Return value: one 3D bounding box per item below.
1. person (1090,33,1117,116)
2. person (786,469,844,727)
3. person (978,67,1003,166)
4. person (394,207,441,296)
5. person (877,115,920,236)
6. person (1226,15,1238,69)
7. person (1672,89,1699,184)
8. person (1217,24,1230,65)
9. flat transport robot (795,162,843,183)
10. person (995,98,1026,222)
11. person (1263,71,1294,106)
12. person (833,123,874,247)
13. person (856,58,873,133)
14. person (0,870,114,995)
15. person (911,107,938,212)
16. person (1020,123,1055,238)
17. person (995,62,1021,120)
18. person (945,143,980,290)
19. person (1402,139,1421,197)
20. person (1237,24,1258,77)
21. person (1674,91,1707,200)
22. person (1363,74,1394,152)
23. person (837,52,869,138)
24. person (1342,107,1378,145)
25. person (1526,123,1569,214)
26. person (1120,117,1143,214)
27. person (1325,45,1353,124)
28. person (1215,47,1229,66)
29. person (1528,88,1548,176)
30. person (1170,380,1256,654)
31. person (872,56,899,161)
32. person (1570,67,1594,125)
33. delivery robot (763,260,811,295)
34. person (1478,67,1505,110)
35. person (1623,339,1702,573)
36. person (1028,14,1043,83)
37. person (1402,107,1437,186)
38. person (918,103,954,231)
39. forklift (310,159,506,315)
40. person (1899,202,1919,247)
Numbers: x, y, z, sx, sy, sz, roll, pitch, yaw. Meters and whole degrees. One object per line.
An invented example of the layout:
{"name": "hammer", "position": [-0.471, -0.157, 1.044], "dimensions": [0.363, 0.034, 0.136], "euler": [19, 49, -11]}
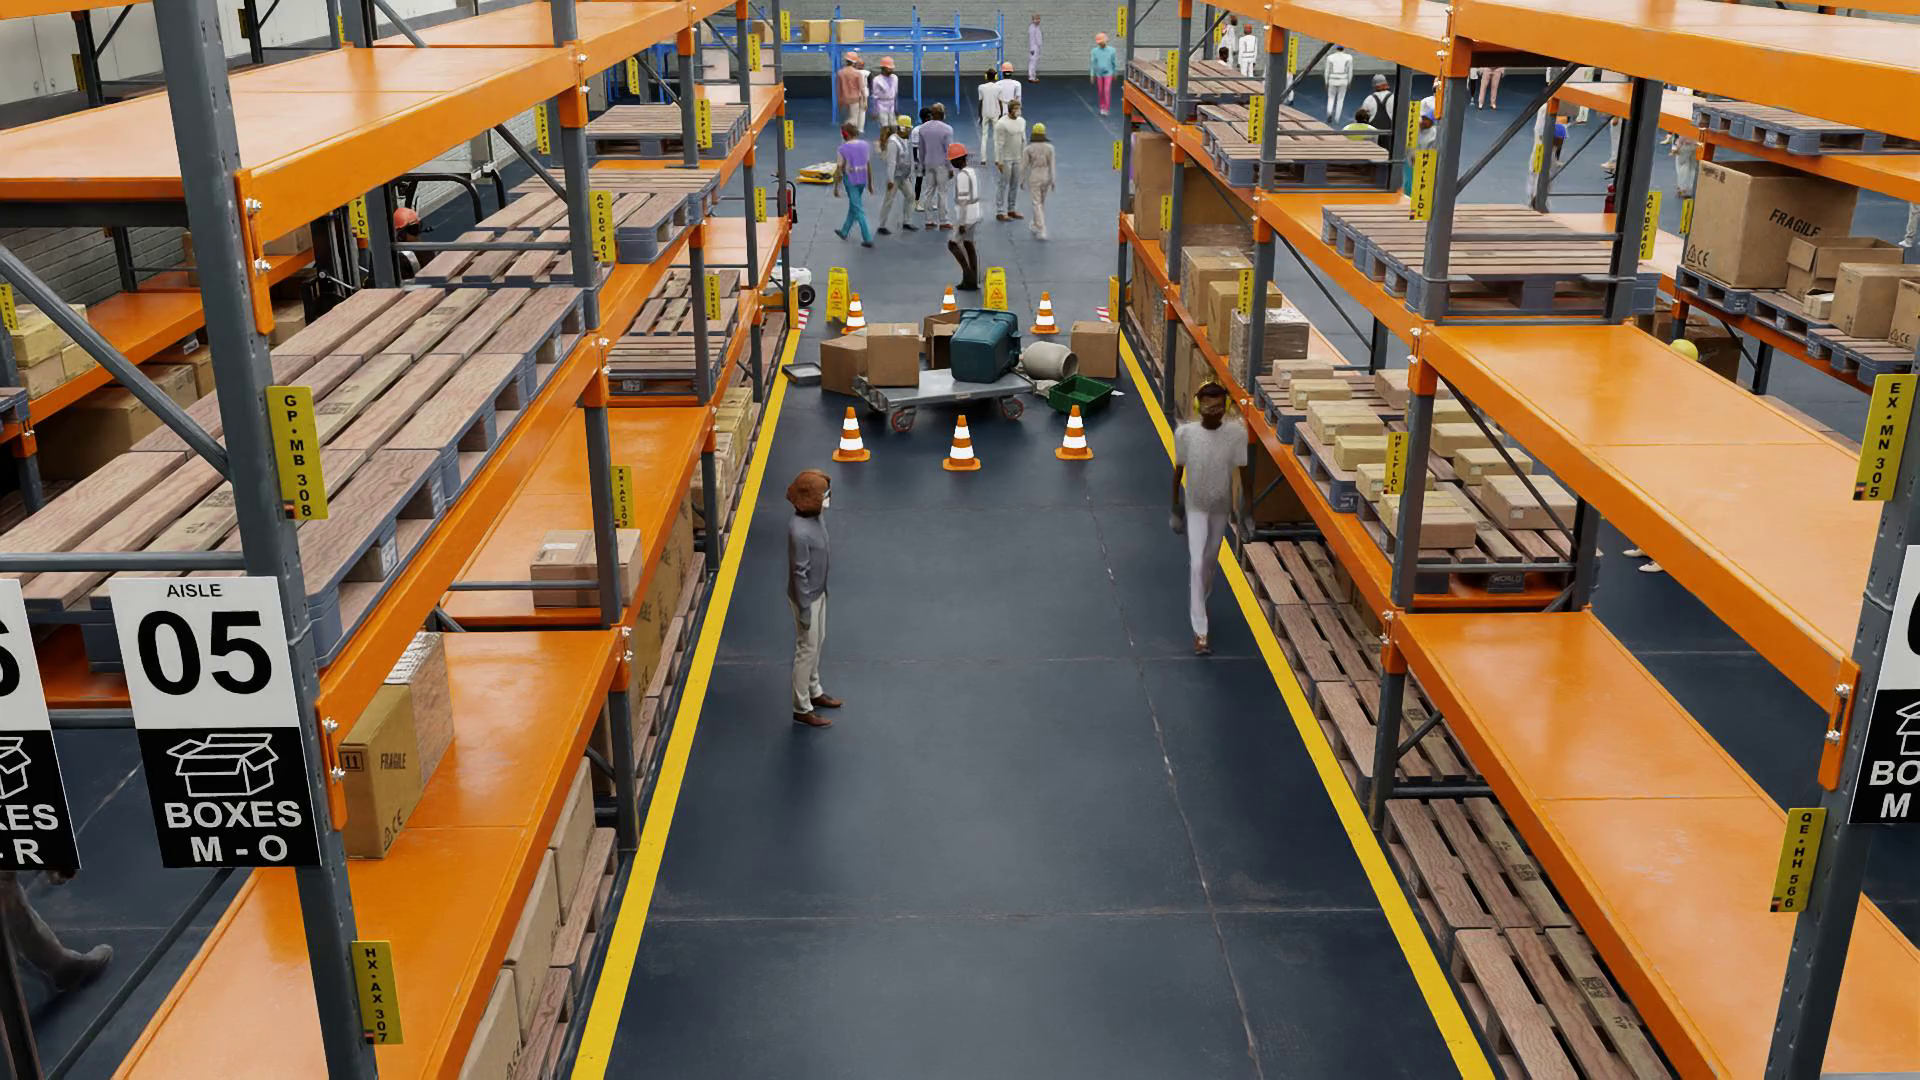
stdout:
{"name": "person", "position": [3.467, -11.243, 40.206], "dimensions": [0.645, 1.933, 0.952], "euler": [4, 21, 11]}
{"name": "person", "position": [-0.890, 0.343, 10.029], "dimensions": [0.293, 1.623, 0.507], "euler": [3, 21, 7]}
{"name": "person", "position": [0.594, -8.224, 32.353], "dimensions": [0.504, 1.861, 0.325], "euler": [3, 21, 7]}
{"name": "person", "position": [-5.269, -2.217, 16.220], "dimensions": [0.401, 2.037, 0.610], "euler": [6, 22, 16]}
{"name": "person", "position": [-0.929, -5.573, 25.428], "dimensions": [0.704, 1.786, 0.679], "euler": [7, 22, 18]}
{"name": "person", "position": [7.869, -14.369, 48.599], "dimensions": [0.394, 1.862, 0.646], "euler": [0, 21, 1]}
{"name": "person", "position": [12.983, -7.151, 29.576], "dimensions": [0.535, 1.822, 1.014], "euler": [6, 22, 15]}
{"name": "person", "position": [7.329, -13.517, 46.493], "dimensions": [0.348, 1.739, 0.573], "euler": [-5, 21, -12]}
{"name": "flat transport robot", "position": [-2.473, -6.829, 30.867], "dimensions": [0.652, 0.197, 1.431], "euler": [7, 22, 18]}
{"name": "person", "position": [0.818, -6.070, 26.567], "dimensions": [0.393, 1.928, 0.629], "euler": [18, 27, 40]}
{"name": "person", "position": [6.842, -9.450, 35.656], "dimensions": [0.660, 1.802, 0.902], "euler": [-1, 21, -4]}
{"name": "person", "position": [-1.602, -5.262, 24.620], "dimensions": [0.583, 1.779, 1.008], "euler": [-19, 28, -41]}
{"name": "person", "position": [-2.201, -9.955, 37.272], "dimensions": [0.516, 1.612, 0.698], "euler": [5, 21, 12]}
{"name": "person", "position": [-4.157, 1.326, 7.069], "dimensions": [0.619, 1.897, 1.023], "euler": [8, 22, 20]}
{"name": "person", "position": [-0.573, -6.275, 27.431], "dimensions": [0.530, 1.688, 0.324], "euler": [-16, 26, -36]}
{"name": "person", "position": [1.181, -5.472, 25.317], "dimensions": [0.499, 1.698, 0.902], "euler": [-7, 22, -18]}
{"name": "person", "position": [0.921, -8.393, 32.702], "dimensions": [0.548, 1.929, 0.386], "euler": [0, 21, -1]}
{"name": "person", "position": [0.046, -4.185, 21.597], "dimensions": [0.480, 1.904, 0.593], "euler": [5, 21, 12]}
{"name": "person", "position": [6.772, -5.395, 24.961], "dimensions": [0.568, 1.792, 0.551], "euler": [8, 22, 20]}
{"name": "person", "position": [7.624, -12.727, 44.213], "dimensions": [0.577, 1.882, 0.349], "euler": [-10, 23, -25]}
{"name": "person", "position": [12.517, -6.756, 28.395], "dimensions": [0.680, 1.907, 0.466], "euler": [-3, 21, -9]}
{"name": "person", "position": [7.543, -7.343, 29.762], "dimensions": [0.704, 2.000, 0.922], "euler": [7, 22, 17]}
{"name": "person", "position": [-2.209, -9.128, 34.580], "dimensions": [0.631, 1.973, 0.626], "euler": [16, 26, 36]}
{"name": "person", "position": [6.260, -5.851, 26.096], "dimensions": [0.627, 1.844, 0.429], "euler": [14, 25, 32]}
{"name": "person", "position": [8.243, -5.003, 23.789], "dimensions": [0.710, 1.911, 0.625], "euler": [6, 21, 15]}
{"name": "person", "position": [2.643, -5.479, 24.992], "dimensions": [0.560, 1.927, 0.521], "euler": [-13, 25, -32]}
{"name": "person", "position": [8.796, -10.641, 38.627], "dimensions": [0.617, 1.932, 0.428], "euler": [6, 22, 17]}
{"name": "person", "position": [5.726, -9.927, 36.783], "dimensions": [0.405, 1.906, 0.604], "euler": [-6, 21, -14]}
{"name": "person", "position": [10.889, -7.631, 31.107], "dimensions": [0.287, 1.625, 0.497], "euler": [10, 23, 25]}
{"name": "person", "position": [1.687, -0.180, 11.136], "dimensions": [0.542, 1.818, 0.970], "euler": [0, 21, -1]}
{"name": "person", "position": [-1.507, -8.549, 32.968], "dimensions": [0.632, 2.029, 0.641], "euler": [-19, 28, -41]}
{"name": "person", "position": [14.505, -10.488, 38.655], "dimensions": [0.511, 1.622, 0.296], "euler": [-16, 26, -37]}
{"name": "delivery robot", "position": [-2.250, -3.280, 20.959], "dimensions": [0.707, 0.478, 0.477], "euler": [-8, 22, -19]}
{"name": "person", "position": [13.294, -11.728, 41.539], "dimensions": [0.637, 1.911, 0.403], "euler": [2, 21, 6]}
{"name": "person", "position": [5.266, -0.625, 12.391], "dimensions": [0.312, 1.768, 0.522], "euler": [1, 21, 3]}
{"name": "person", "position": [2.191, -14.243, 48.189], "dimensions": [0.400, 1.907, 0.644], "euler": [6, 22, 15]}
{"name": "person", "position": [7.028, -5.716, 25.659], "dimensions": [0.663, 1.898, 0.445], "euler": [7, 22, 19]}
{"name": "person", "position": [-0.358, -5.786, 25.789], "dimensions": [0.629, 1.939, 0.371], "euler": [14, 25, 32]}
{"name": "forklift", "position": [-5.622, -2.910, 17.832], "dimensions": [2.313, 2.155, 1.214], "euler": [-1, 21, -1]}
{"name": "person", "position": [14.223, -5.191, 24.502], "dimensions": [0.486, 1.736, 0.320], "euler": [1, 21, 2]}
